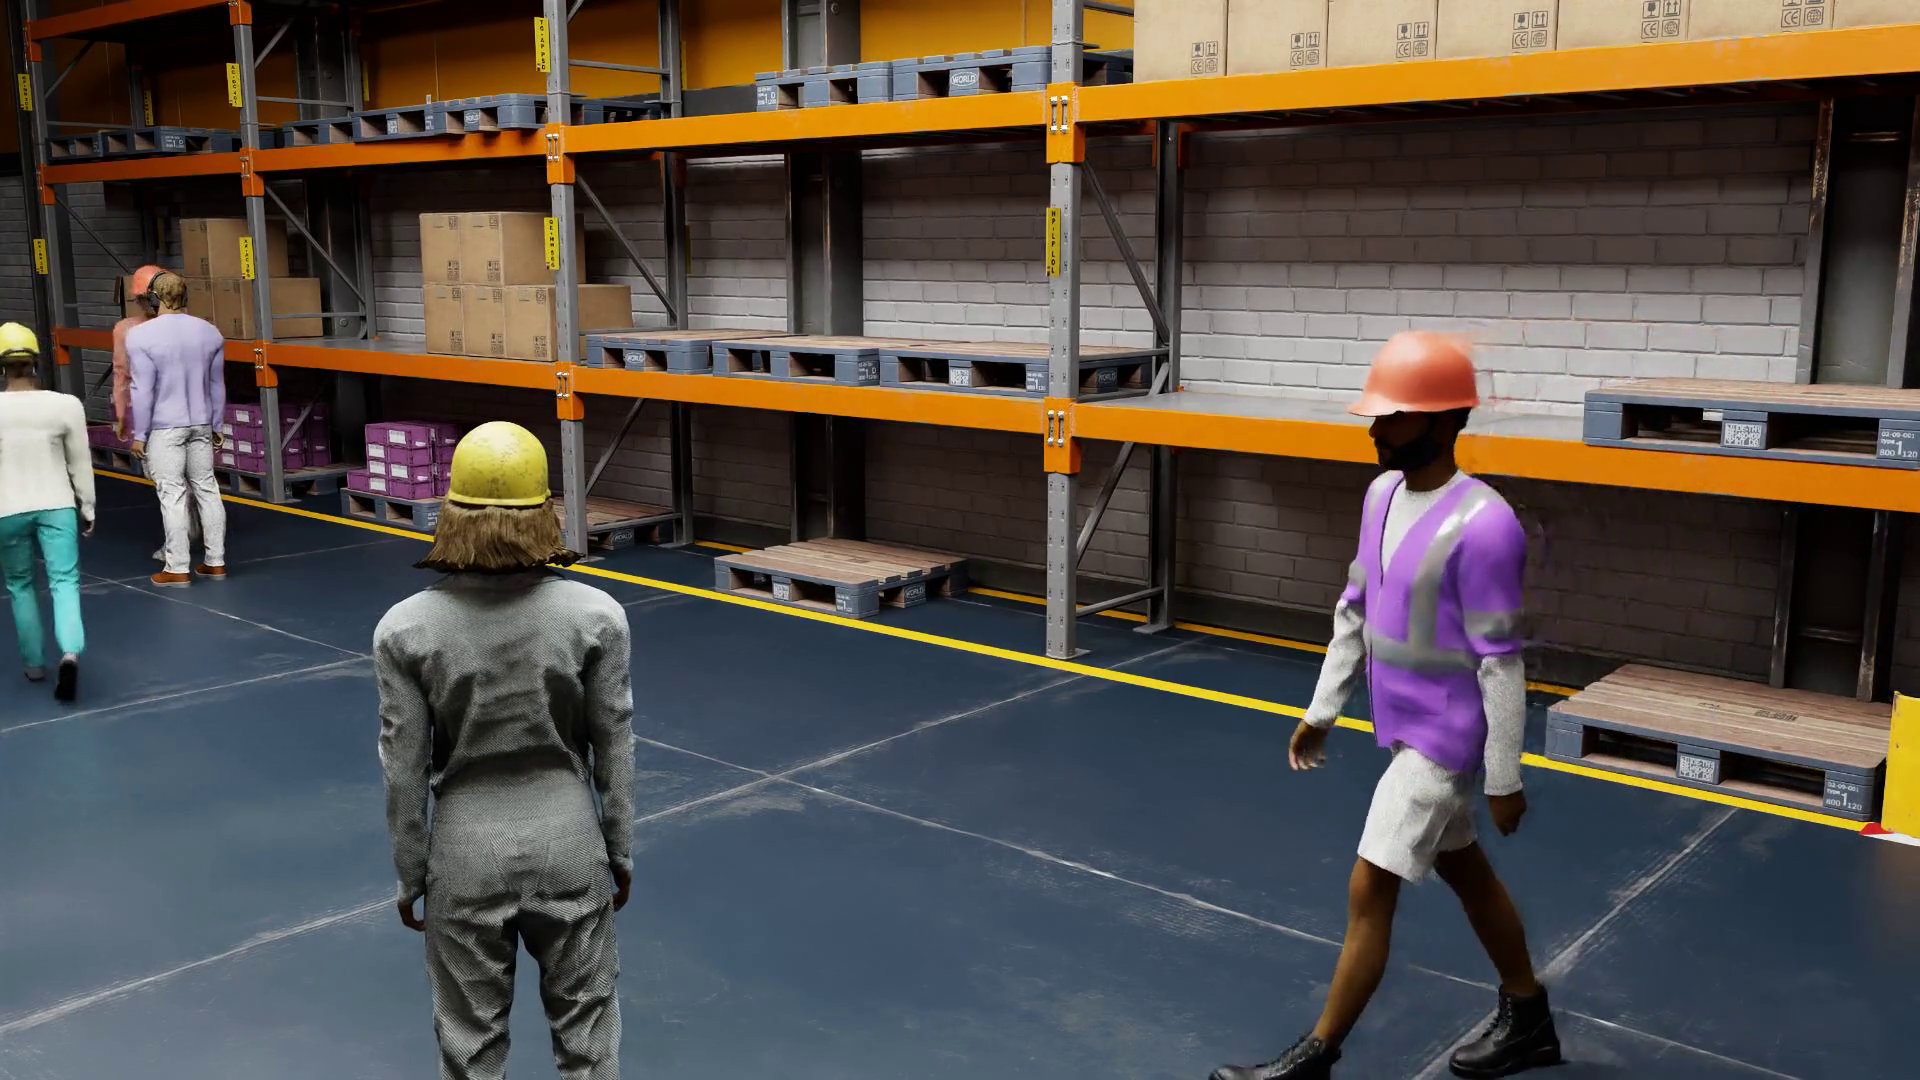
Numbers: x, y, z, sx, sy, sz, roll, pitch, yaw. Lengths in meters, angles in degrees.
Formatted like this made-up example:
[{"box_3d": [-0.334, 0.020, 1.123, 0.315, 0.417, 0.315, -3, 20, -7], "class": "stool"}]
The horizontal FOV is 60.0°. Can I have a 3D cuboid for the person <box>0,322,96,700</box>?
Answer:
[{"box_3d": [-4.308, -0.139, 7.734, 0.527, 1.739, 0.807, -6, 12, -30], "class": "person"}]

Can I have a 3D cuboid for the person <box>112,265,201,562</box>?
[{"box_3d": [-5.349, -0.872, 11.263, 0.638, 1.973, 0.821, 0, 10, -2], "class": "person"}]

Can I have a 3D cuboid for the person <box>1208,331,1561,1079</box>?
[{"box_3d": [1.100, 0.448, 3.993, 0.984, 1.889, 0.553, -2, 10, -9], "class": "person"}]

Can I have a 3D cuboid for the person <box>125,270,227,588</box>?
[{"box_3d": [-4.801, -0.677, 10.224, 0.359, 1.938, 0.635, 6, 11, 29], "class": "person"}]

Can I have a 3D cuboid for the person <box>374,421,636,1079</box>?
[{"box_3d": [-0.887, 0.634, 3.317, 0.488, 1.744, 0.296, -3, 11, -19], "class": "person"}]
